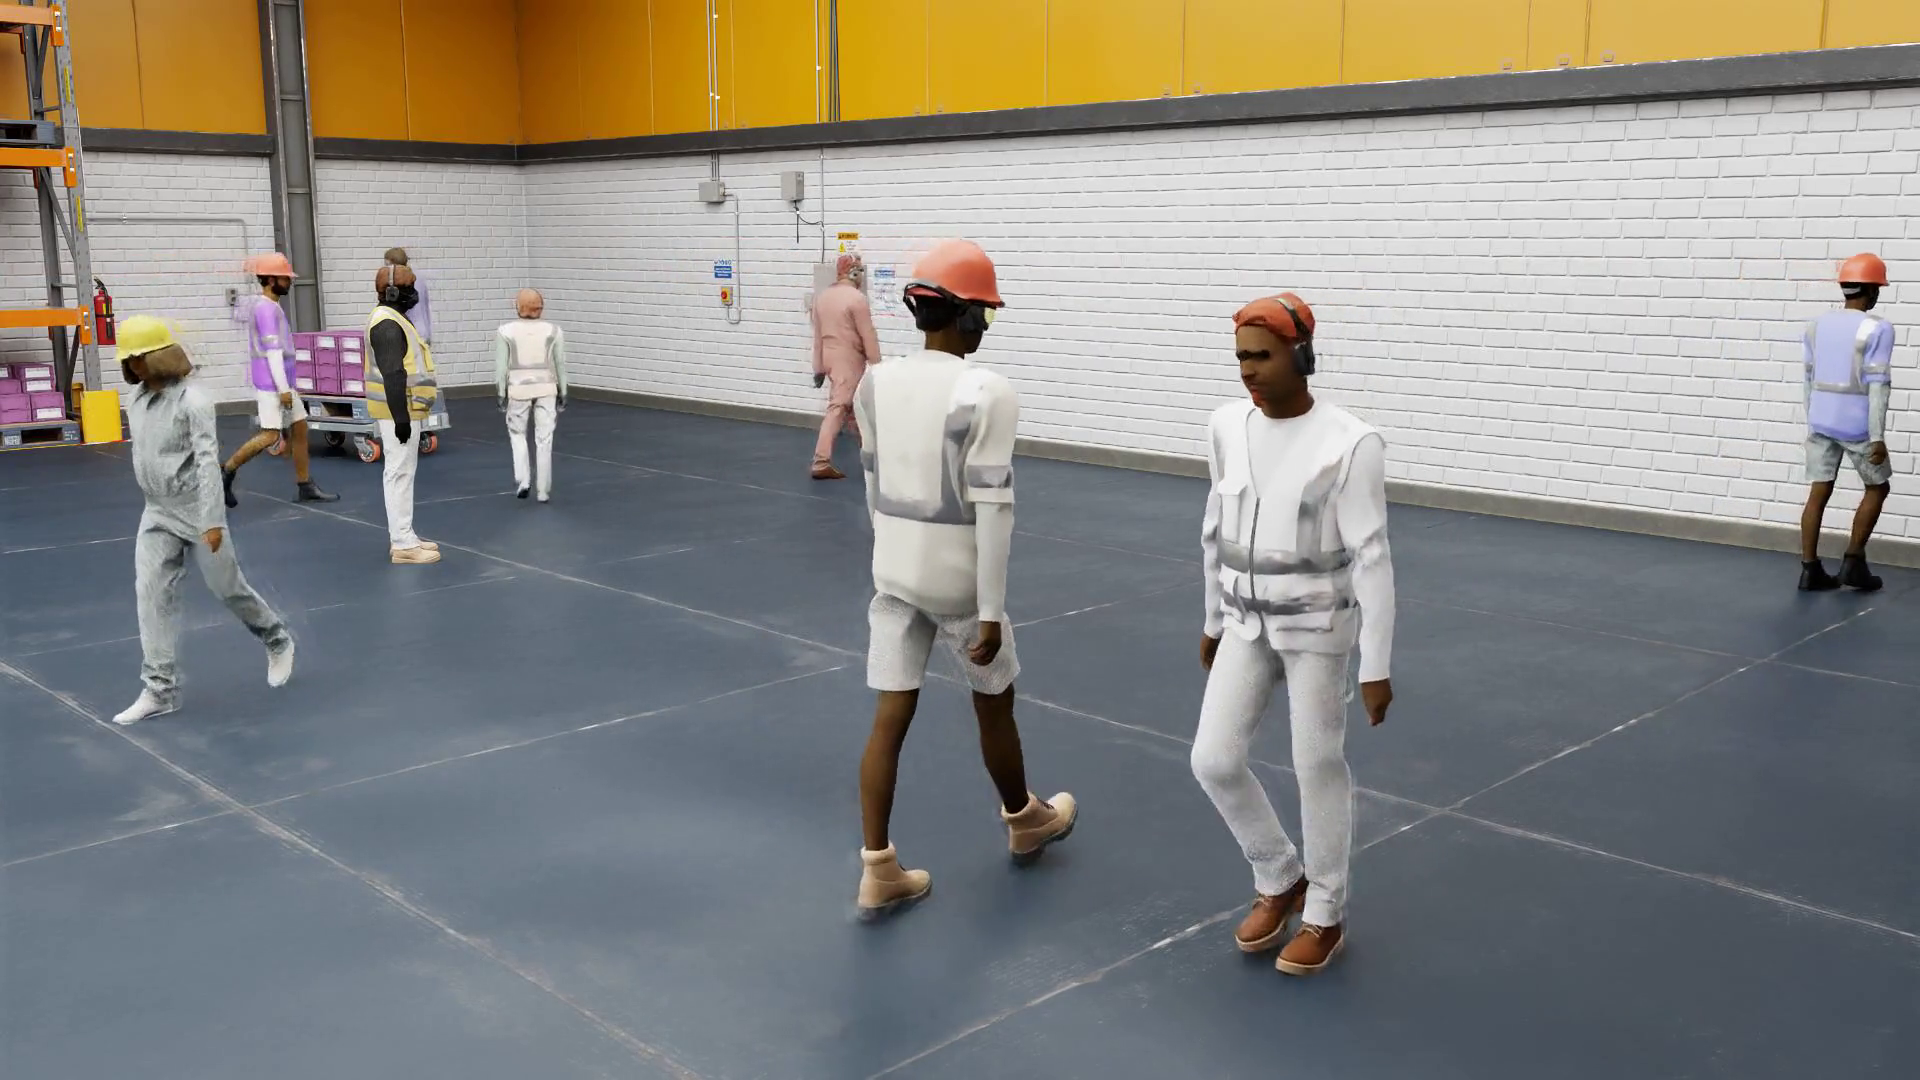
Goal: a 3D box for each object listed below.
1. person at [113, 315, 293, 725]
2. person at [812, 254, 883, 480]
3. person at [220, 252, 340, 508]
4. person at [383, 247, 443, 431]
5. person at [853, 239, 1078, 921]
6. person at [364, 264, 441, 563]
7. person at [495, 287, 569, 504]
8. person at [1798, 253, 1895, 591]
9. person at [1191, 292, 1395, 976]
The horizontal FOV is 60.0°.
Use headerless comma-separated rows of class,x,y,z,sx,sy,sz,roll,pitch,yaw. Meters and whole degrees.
person,-3.286,-0.126,7.148,0.508,1.701,0.854,4,11,21
person,-0.872,-1.448,13.928,0.989,1.856,0.643,-7,12,-33
person,-5.179,-1.180,12.374,0.861,1.910,0.546,-3,11,-16
person,-5.666,-2.050,17.097,0.625,1.901,0.664,0,10,1
person,0.002,0.099,5.098,0.635,1.996,1.003,8,13,37
person,-3.462,-0.781,10.347,0.429,1.844,0.625,-3,11,-18
person,-3.234,-1.090,12.601,0.543,1.627,0.439,-3,11,-17
person,5.073,-0.651,9.414,0.596,1.918,0.582,-5,11,-23
person,0.903,0.269,4.536,0.466,1.867,0.700,-9,14,-42
